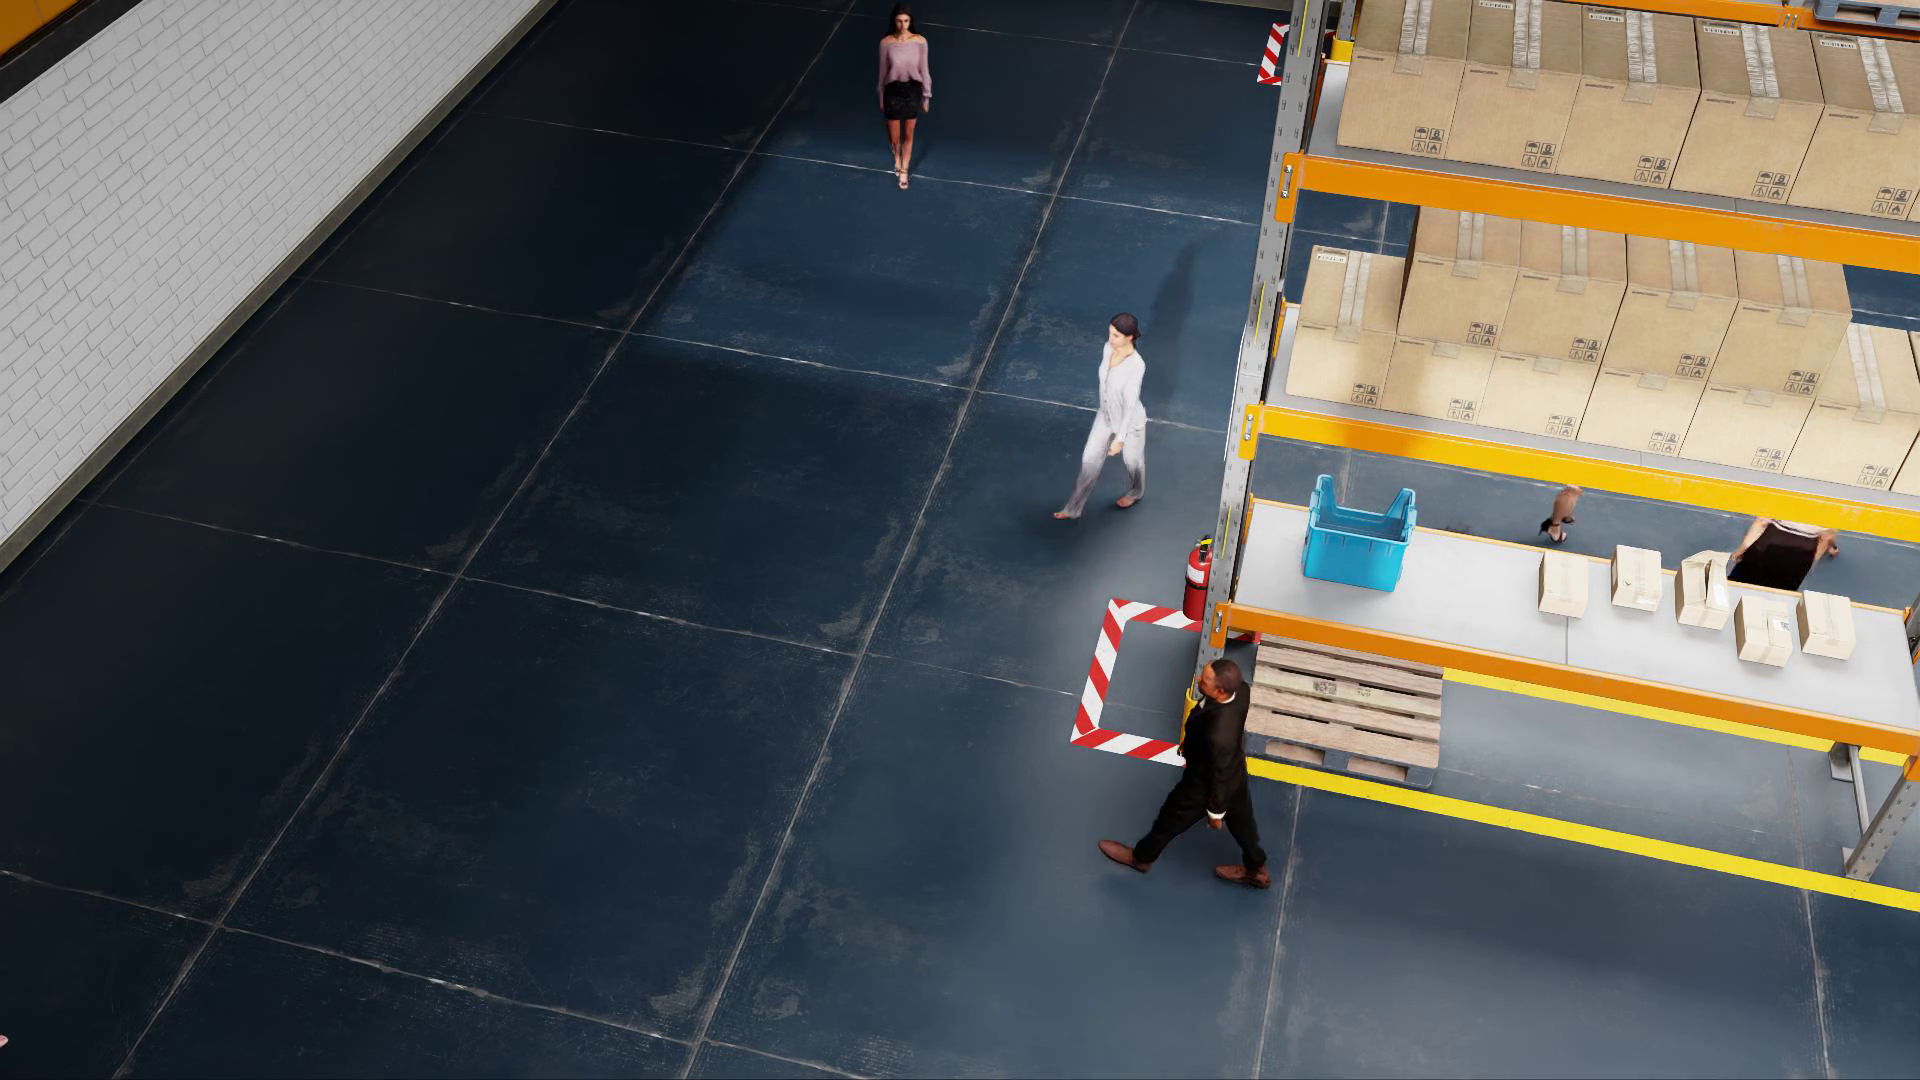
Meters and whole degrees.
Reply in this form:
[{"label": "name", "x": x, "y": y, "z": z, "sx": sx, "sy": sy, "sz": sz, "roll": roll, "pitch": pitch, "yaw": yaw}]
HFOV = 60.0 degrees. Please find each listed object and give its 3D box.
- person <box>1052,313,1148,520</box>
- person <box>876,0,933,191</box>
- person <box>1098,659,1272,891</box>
[{"label": "person", "x": 1.206, "y": -0.881, "z": 11.756, "sx": 1.047, "sy": 1.740, "sz": 1.037, "roll": -27, "pitch": 50, "yaw": -26}, {"label": "person", "x": -0.527, "y": -4.014, "z": 15.000, "sx": 0.694, "sy": 1.801, "sz": 0.806, "roll": -4, "pitch": 44, "yaw": -4}, {"label": "person", "x": 1.511, "y": 1.355, "z": 9.316, "sx": 1.280, "sy": 1.866, "sz": 0.776, "roll": 15, "pitch": 46, "yaw": 15}]
